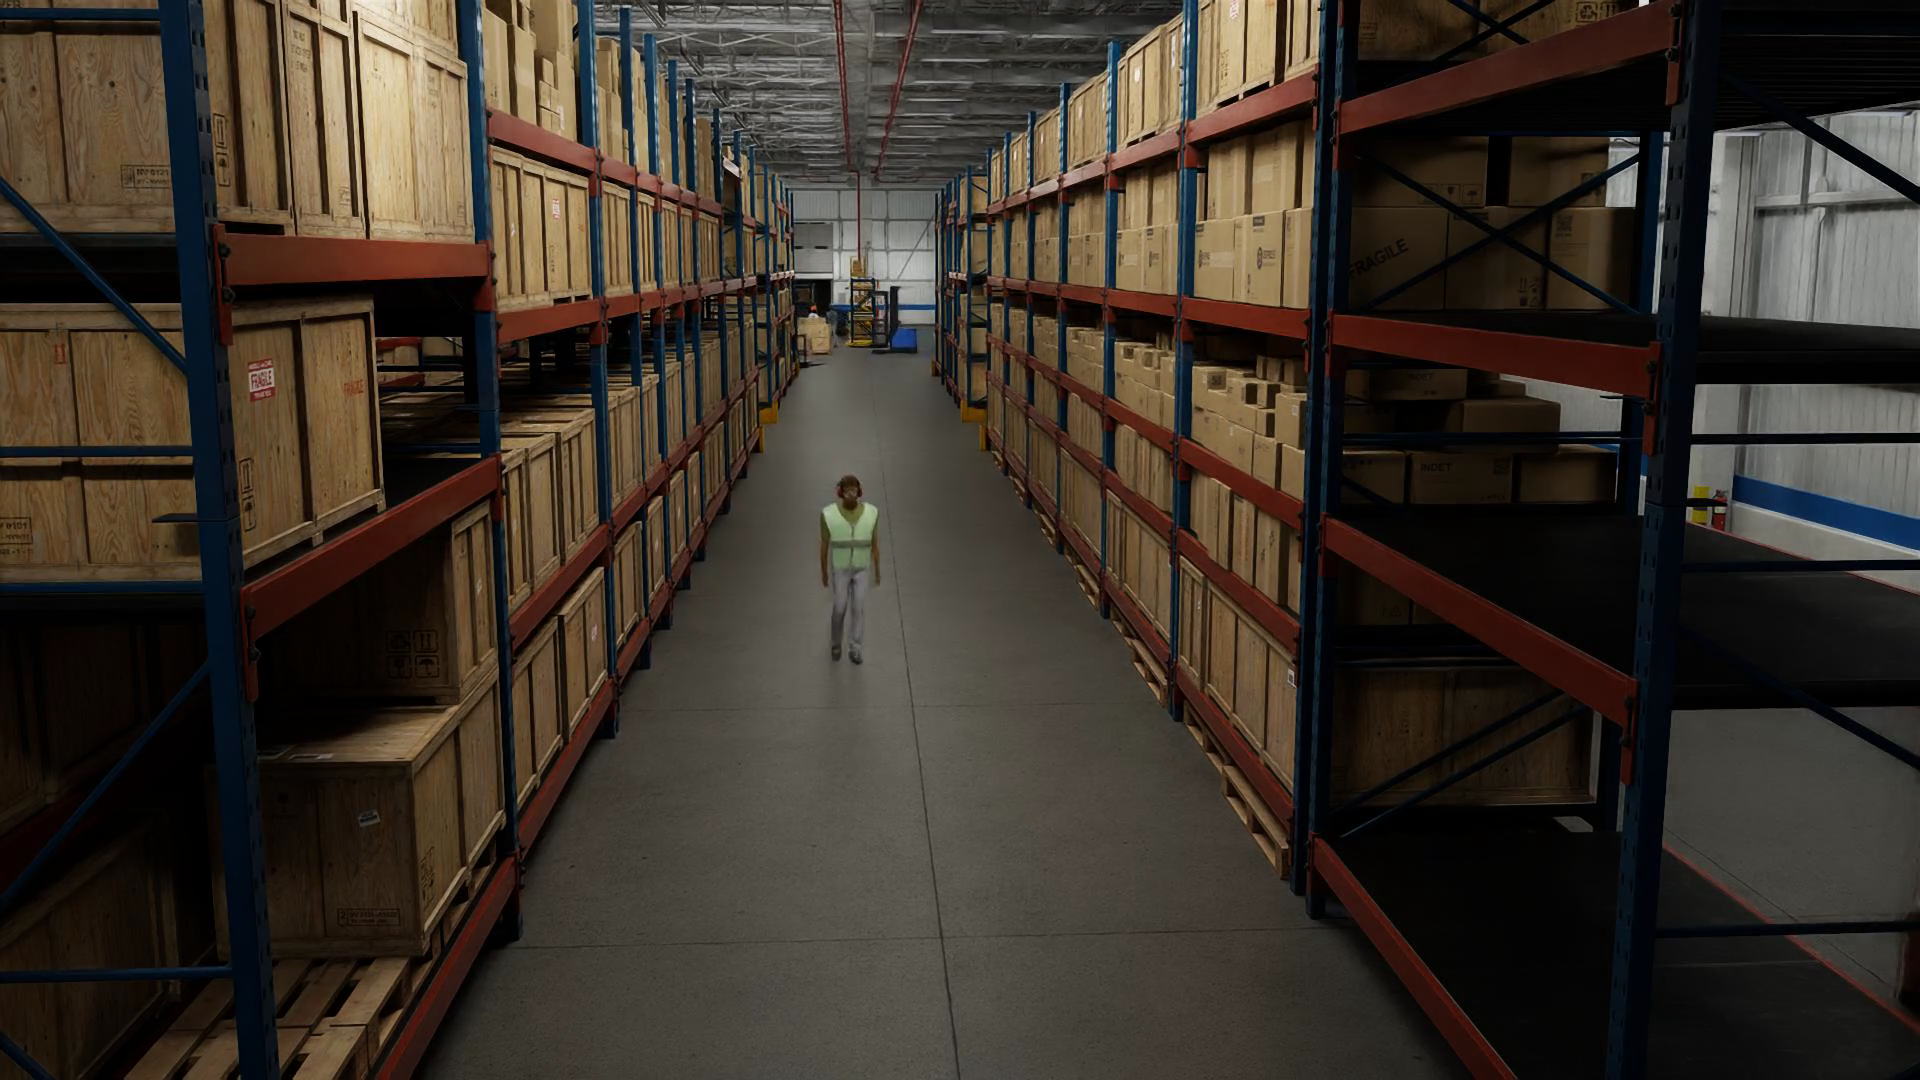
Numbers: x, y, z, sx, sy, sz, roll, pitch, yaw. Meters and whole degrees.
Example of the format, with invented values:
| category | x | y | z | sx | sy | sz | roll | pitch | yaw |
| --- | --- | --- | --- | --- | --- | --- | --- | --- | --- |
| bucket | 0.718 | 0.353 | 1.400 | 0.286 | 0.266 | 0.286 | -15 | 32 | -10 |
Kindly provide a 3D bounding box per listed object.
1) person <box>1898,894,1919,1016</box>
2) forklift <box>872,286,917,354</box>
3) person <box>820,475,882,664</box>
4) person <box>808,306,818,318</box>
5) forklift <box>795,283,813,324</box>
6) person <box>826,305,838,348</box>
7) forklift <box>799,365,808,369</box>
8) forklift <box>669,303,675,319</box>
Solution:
| category | x | y | z | sx | sy | sz | roll | pitch | yaw |
| --- | --- | --- | --- | --- | --- | --- | --- | --- | --- |
| person | 5.026 | 1.571 | 8.126 | 0.658 | 1.862 | 0.966 | -1 | 10 | -5 |
| forklift | -2.734 | -9.124 | 68.969 | 1.873 | 2.768 | 1.129 | -1 | 10 | -3 |
| person | -1.040 | 0.284 | 15.911 | 0.566 | 1.830 | 0.450 | -3 | 10 | -17 |
| person | -6.400 | -9.283 | 72.774 | 0.543 | 1.928 | 0.400 | 9 | 13 | 42 |
| forklift | -7.357 | -10.655 | 78.113 | 1.129 | 2.768 | 1.873 | -1 | 10 | -4 |
| person | -5.819 | -9.600 | 74.743 | 0.651 | 1.890 | 0.961 | -9 | 13 | -42 |
| forklift | -6.461 | -7.458 | 59.020 | 1.129 | 2.768 | 1.873 | 8 | 12 | 38 |
| forklift | -8.974 | -6.356 | 52.434 | 1.873 | 2.768 | 1.129 | -1 | 10 | -3 |
